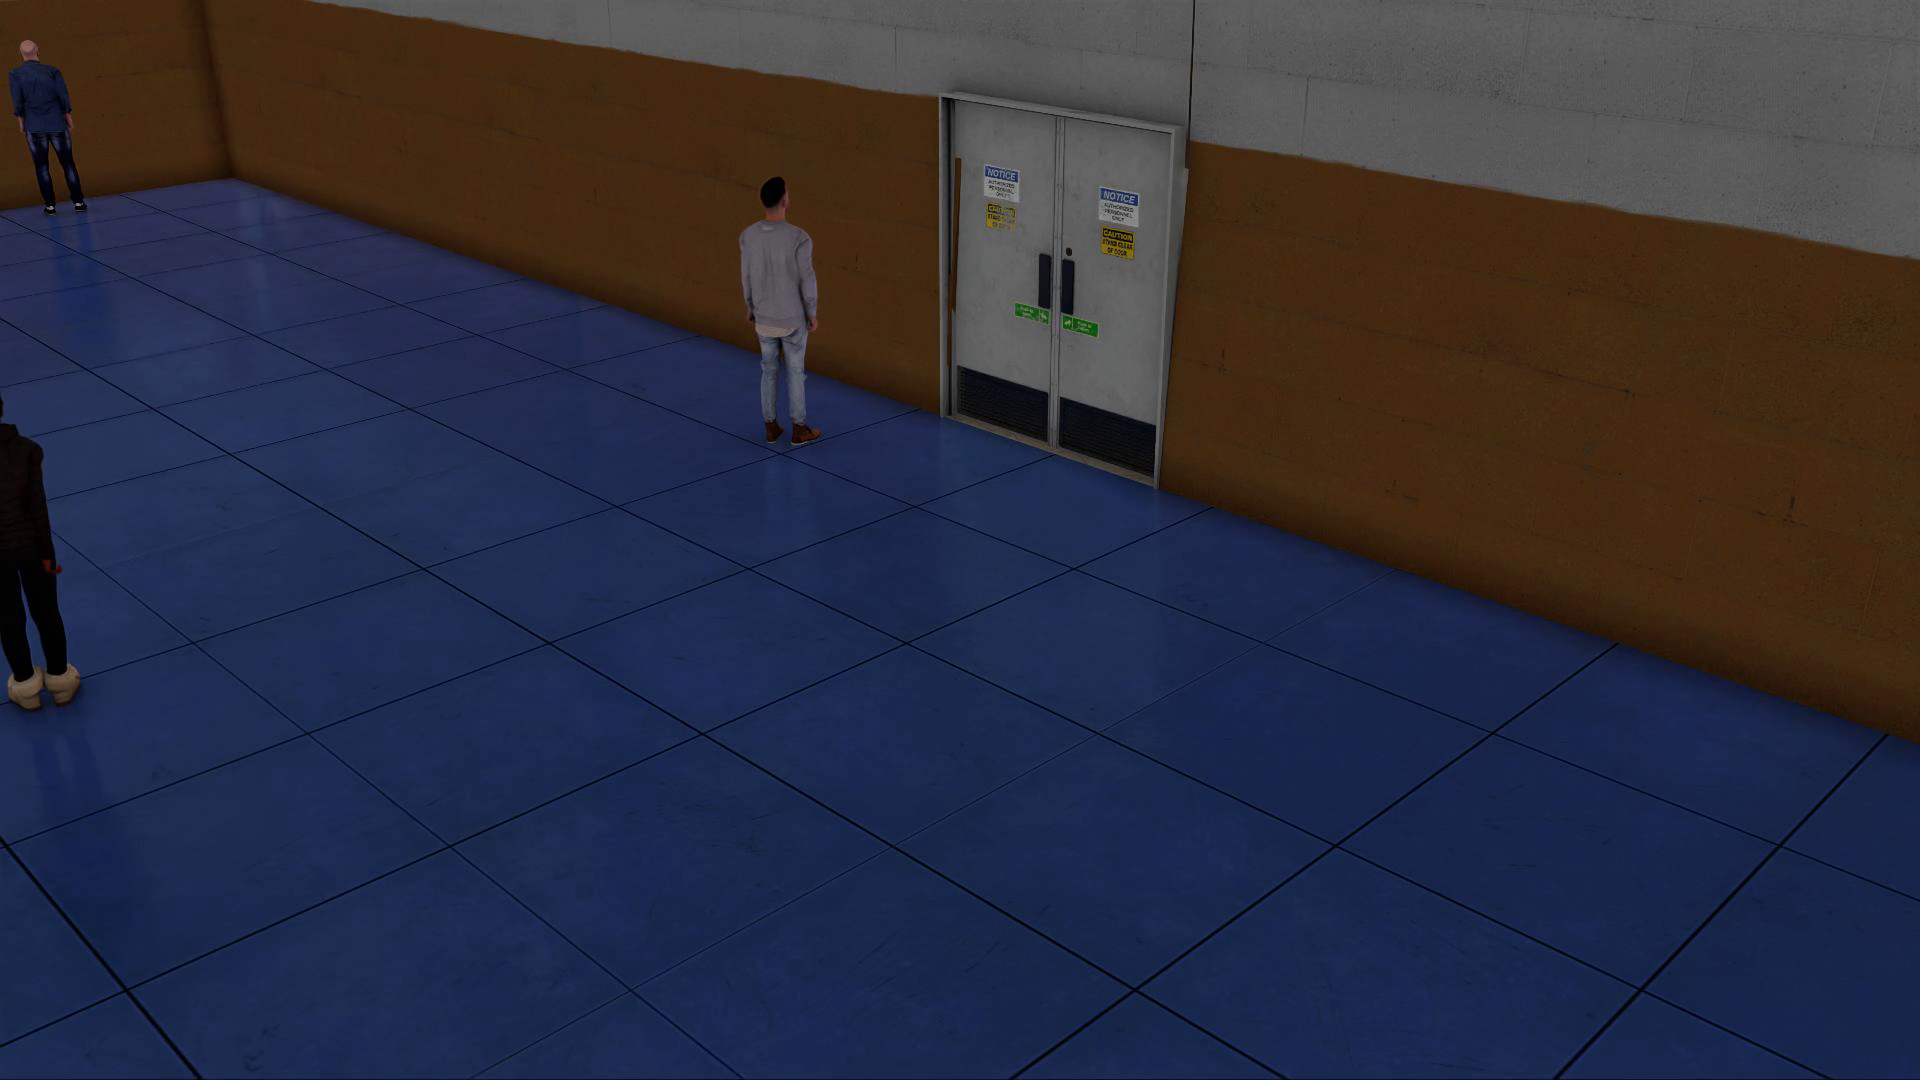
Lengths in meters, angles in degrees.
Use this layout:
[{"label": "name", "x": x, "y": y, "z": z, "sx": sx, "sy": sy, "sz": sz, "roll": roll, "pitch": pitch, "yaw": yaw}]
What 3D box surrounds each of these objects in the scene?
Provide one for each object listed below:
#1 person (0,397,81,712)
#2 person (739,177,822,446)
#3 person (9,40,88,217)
[{"label": "person", "x": -4.462, "y": 0.051, "z": 7.841, "sx": 0.670, "sy": 1.659, "sz": 0.604, "roll": 9, "pitch": 25, "yaw": 19}, {"label": "person", "x": -1.211, "y": -1.544, "z": 11.261, "sx": 0.767, "sy": 1.840, "sz": 0.741, "roll": 7, "pitch": 25, "yaw": 16}, {"label": "person", "x": -9.816, "y": -4.427, "z": 17.868, "sx": 0.618, "sy": 1.825, "sz": 0.839, "roll": -13, "pitch": 27, "yaw": -27}]
